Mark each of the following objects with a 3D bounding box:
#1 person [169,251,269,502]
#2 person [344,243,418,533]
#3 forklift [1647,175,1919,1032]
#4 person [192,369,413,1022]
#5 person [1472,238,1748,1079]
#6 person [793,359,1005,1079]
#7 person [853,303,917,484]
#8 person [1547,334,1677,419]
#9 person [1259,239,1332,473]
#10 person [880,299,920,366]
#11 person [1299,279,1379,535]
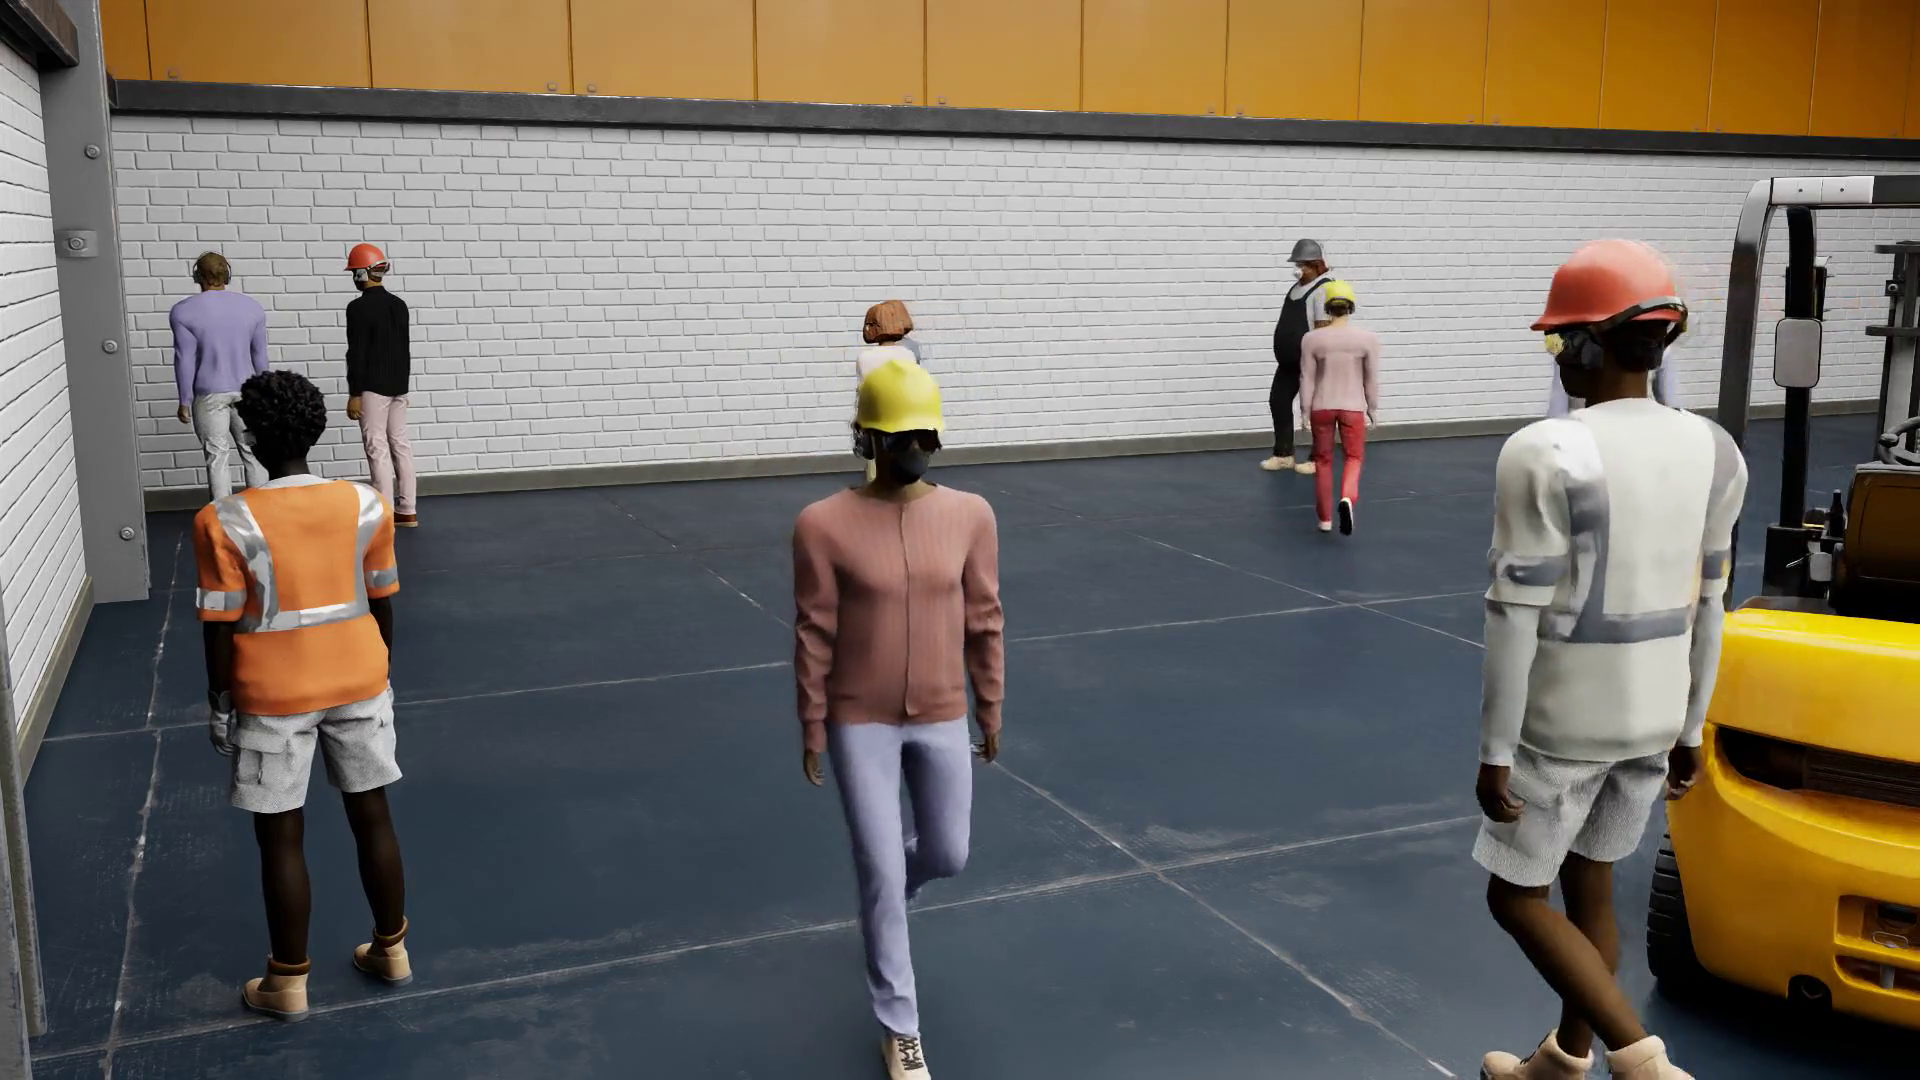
[{"bbox_3d":[-4.977,-0.971,11.236,0.627,1.940,0.375,-10,14,-43],"label":"person"},{"bbox_3d":[-4.024,-1.041,11.498,0.402,1.988,0.615,3,11,15],"label":"person"},{"bbox_3d":[2.810,0.094,4.662,1.214,2.155,2.313,7,12,34],"label":"forklift"},{"bbox_3d":[-1.709,0.402,4.361,0.322,1.691,0.532,10,14,43],"label":"person"},{"bbox_3d":[1.389,0.387,3.508,0.613,2.023,0.729,-4,11,-22],"label":"person"},{"bbox_3d":[-0.164,0.415,4.135,0.531,1.744,0.692,-4,11,-19],"label":"person"},{"bbox_3d":[-0.457,-0.646,10.311,0.279,1.624,0.494,9,14,40],"label":"person"},{"bbox_3d":[3.460,-0.517,8.820,0.633,1.896,0.980,5,11,26],"label":"person"},{"bbox_3d":[2.889,-1.574,14.276,0.703,2.000,0.712,-3,11,-17],"label":"person"},{"bbox_3d":[-0.441,-0.800,11.186,0.344,1.622,0.507,6,12,32],"label":"person"},{"bbox_3d":[2.553,-0.881,11.249,0.535,1.751,0.645,2,11,13],"label":"person"}]
